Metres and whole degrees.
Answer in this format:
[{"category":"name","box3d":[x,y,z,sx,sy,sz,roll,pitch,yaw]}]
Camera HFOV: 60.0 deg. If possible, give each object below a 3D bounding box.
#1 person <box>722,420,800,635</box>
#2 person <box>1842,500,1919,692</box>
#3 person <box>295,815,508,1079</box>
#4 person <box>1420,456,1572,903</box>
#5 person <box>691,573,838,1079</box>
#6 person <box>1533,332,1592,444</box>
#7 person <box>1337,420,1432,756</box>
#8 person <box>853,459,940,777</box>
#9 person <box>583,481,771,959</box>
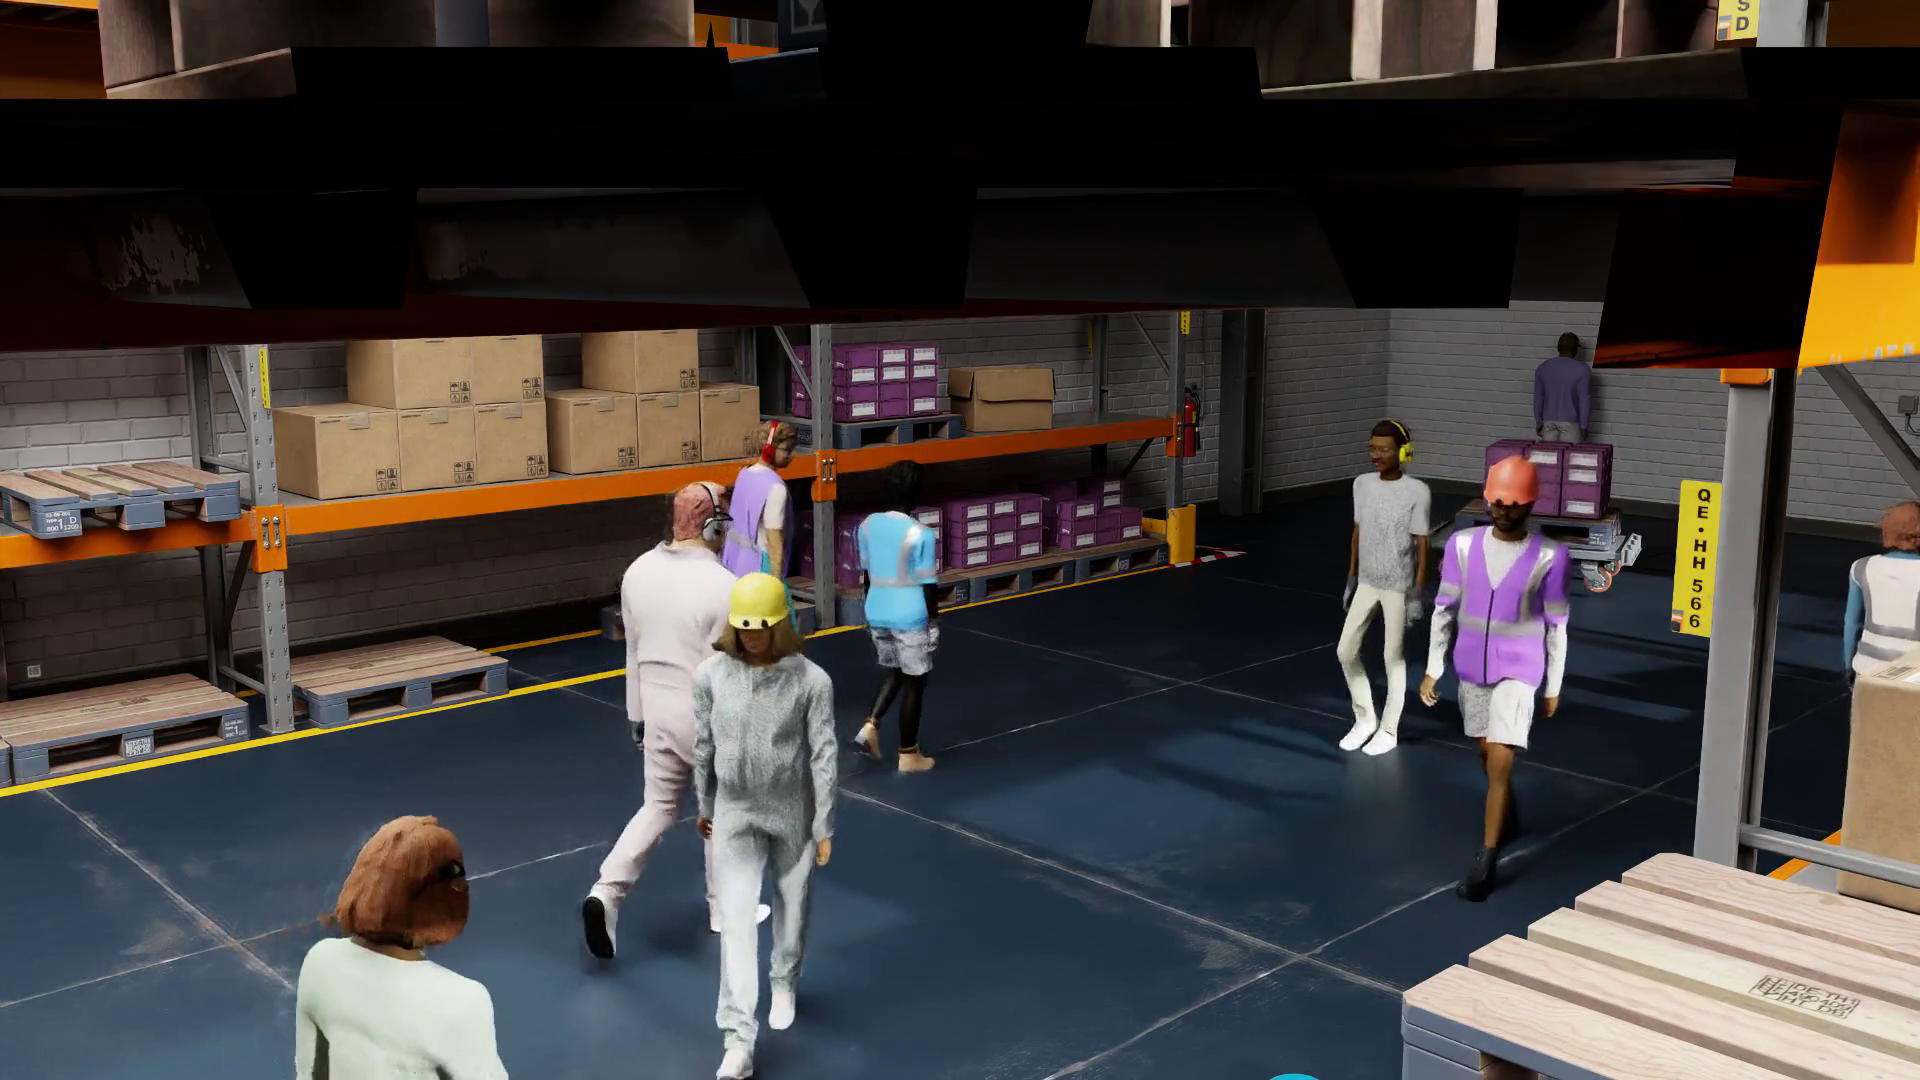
[{"category":"person","box3d":[-1.156,0.223,9.462,0.474,1.820,0.611,-6,11,-32]},{"category":"person","box3d":[4.352,0.625,7.676,0.472,1.619,0.551,-7,12,-36]},{"category":"person","box3d":[-1.104,1.349,3.491,0.504,1.605,0.676,6,12,32]},{"category":"person","box3d":[2.400,0.552,7.367,0.558,1.896,0.991,8,12,38]},{"category":"person","box3d":[-0.665,0.942,5.599,0.502,1.692,0.898,0,10,0]},{"category":"person","box3d":[6.390,-1.234,17.665,0.366,1.938,0.630,-8,12,-39]},{"category":"person","box3d":[2.280,0.274,9.063,0.493,1.857,0.552,-9,13,-43]},{"category":"person","box3d":[-0.312,0.415,8.733,0.552,1.682,0.397,9,13,43]},{"category":"person","box3d":[-1.100,0.708,6.486,0.642,1.879,0.814,7,12,36]}]
